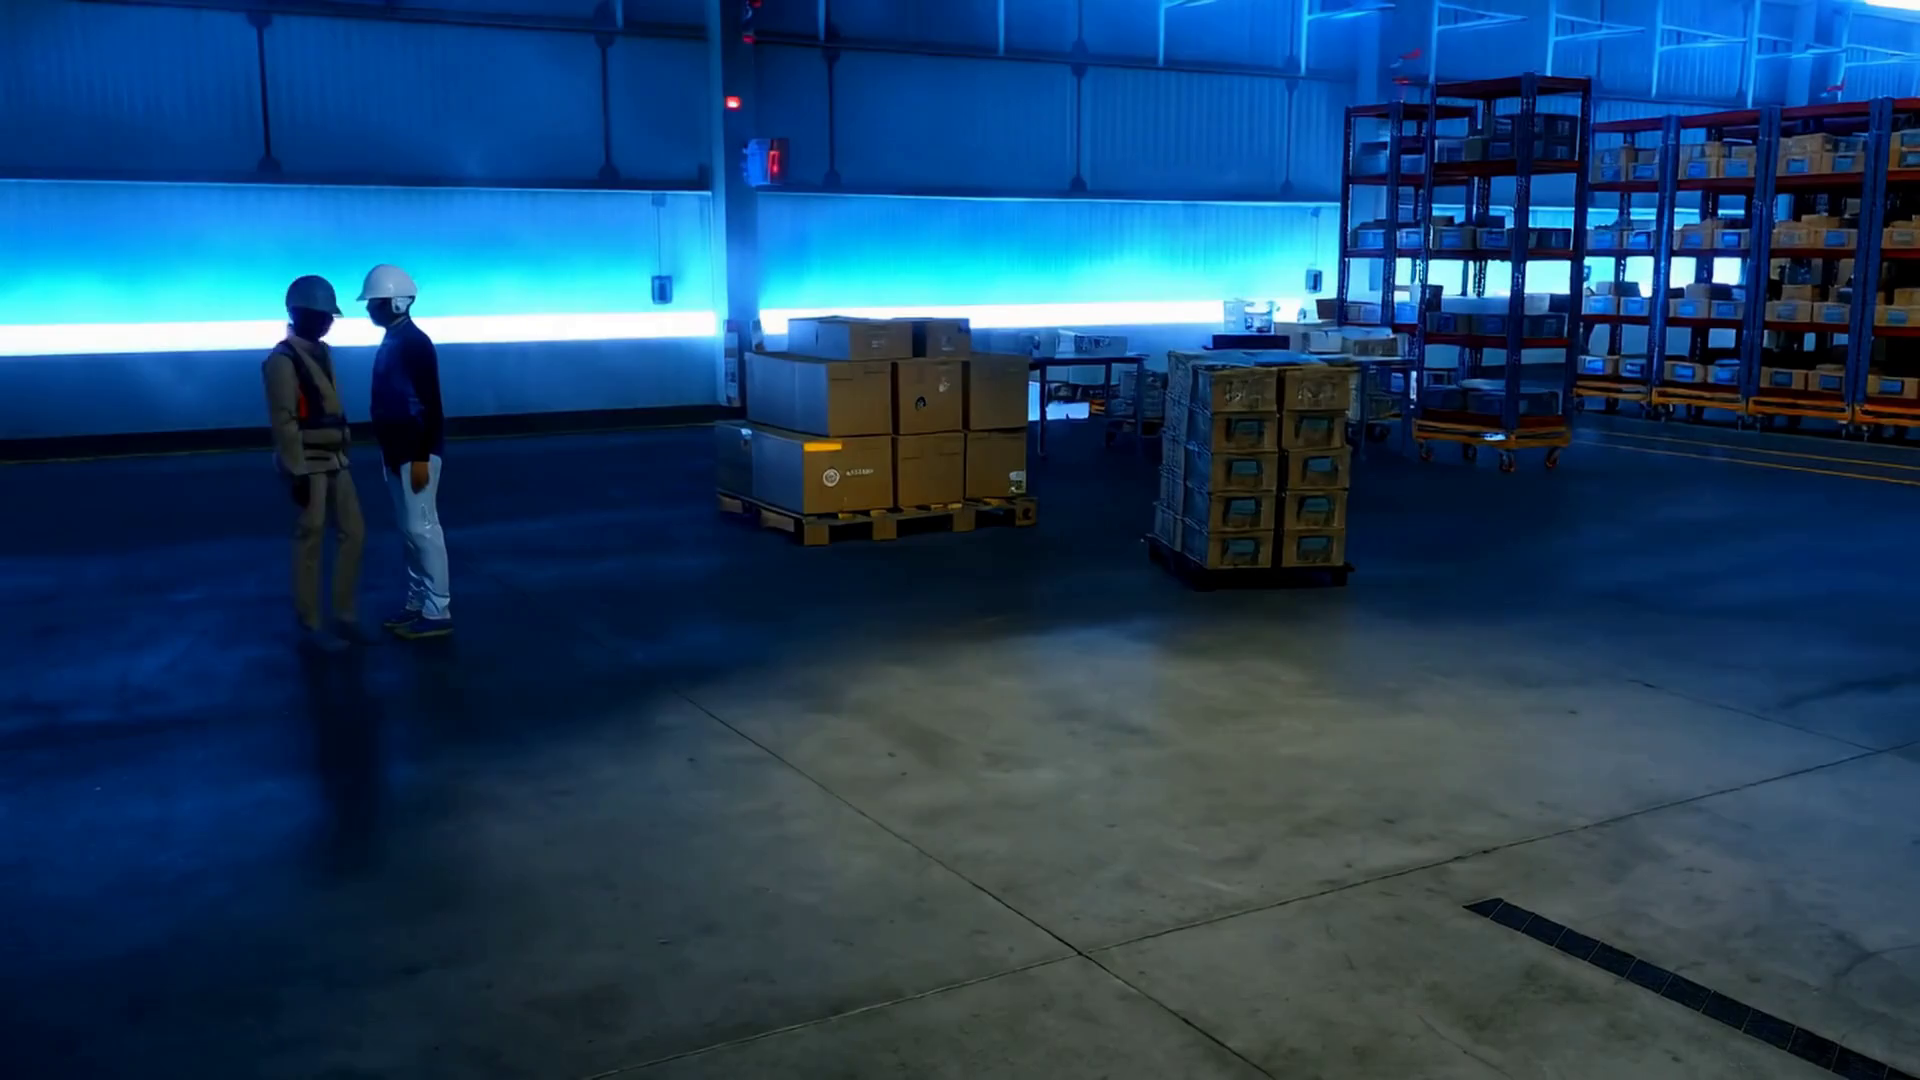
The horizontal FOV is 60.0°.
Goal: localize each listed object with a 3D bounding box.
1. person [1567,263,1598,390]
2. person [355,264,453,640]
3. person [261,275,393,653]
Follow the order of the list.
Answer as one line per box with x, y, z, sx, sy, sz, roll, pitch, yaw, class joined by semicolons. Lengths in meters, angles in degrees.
8.944;-3.048;23.868;0.378;1.842;0.569;3;10;16;person
-2.961;-0.466;8.861;0.400;1.986;0.608;-8;13;-37;person
-3.248;-0.380;8.506;0.536;1.925;0.660;1;10;6;person
